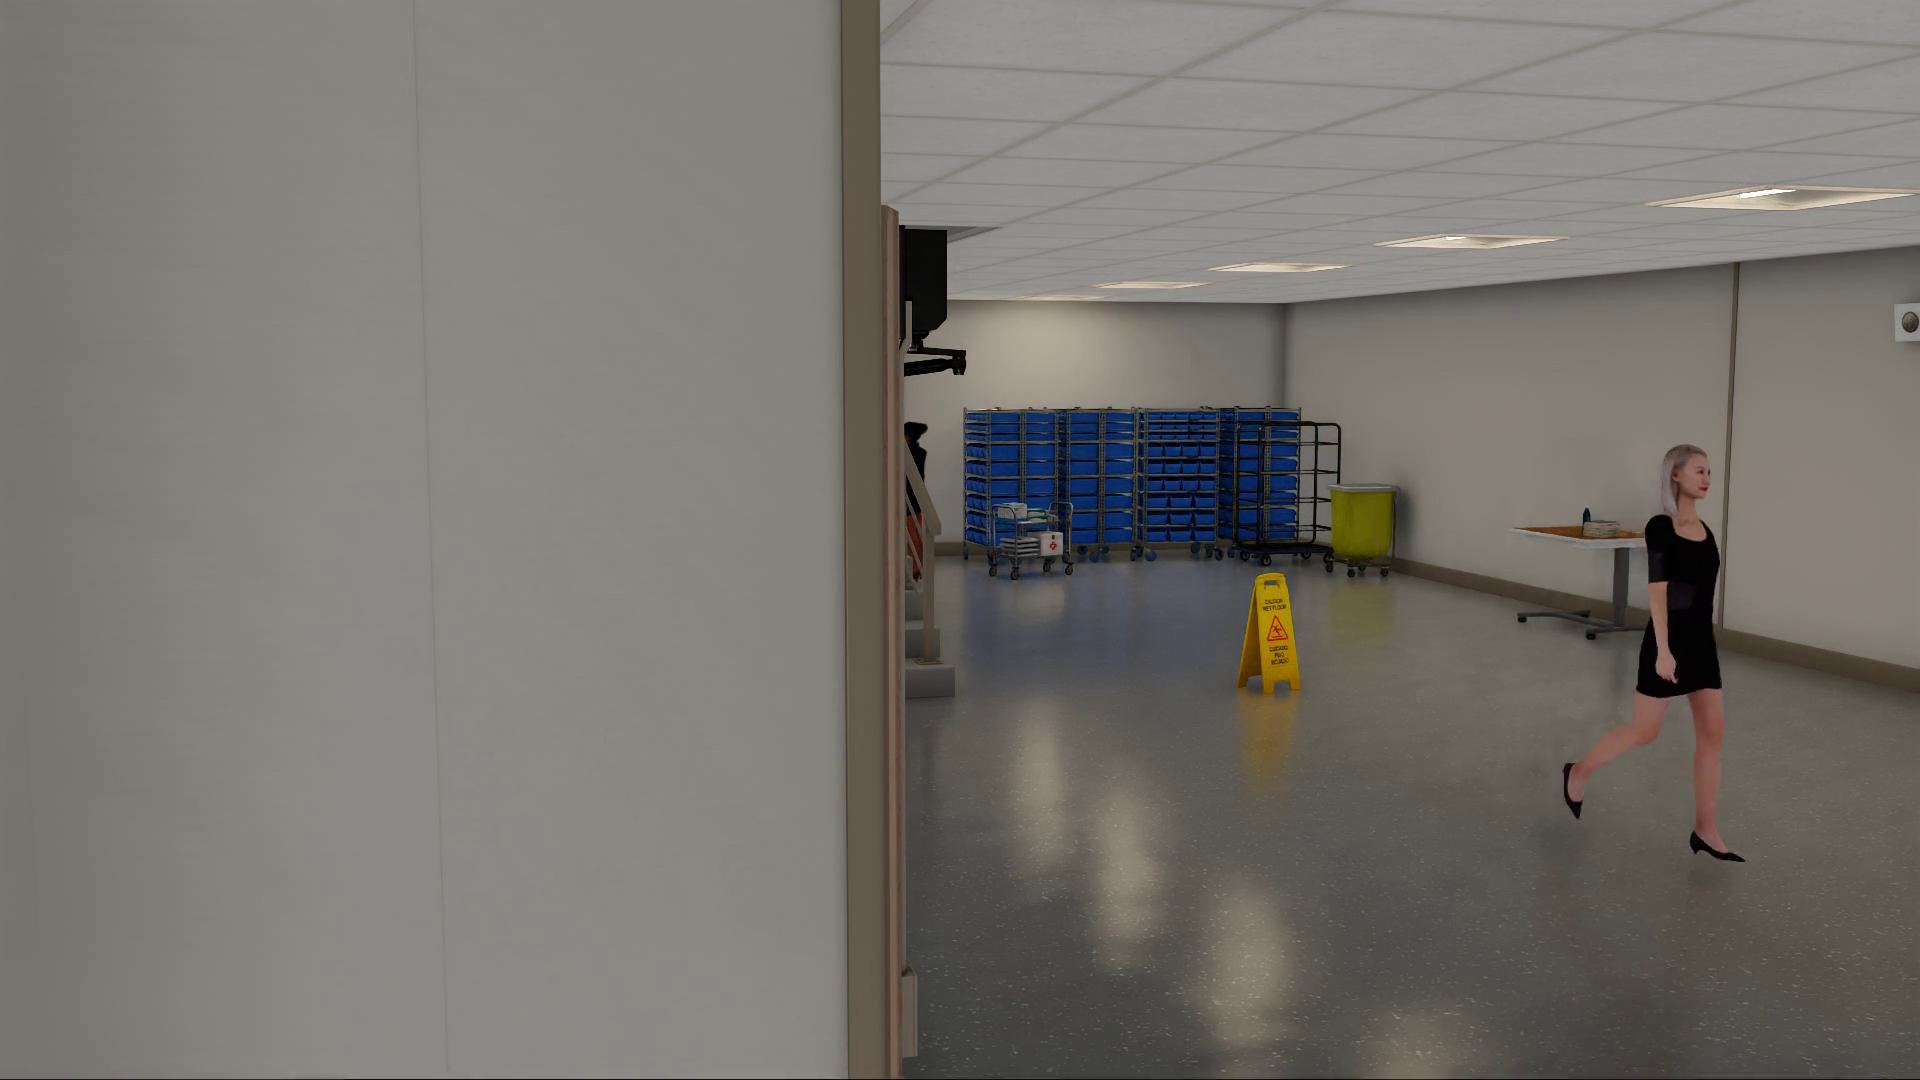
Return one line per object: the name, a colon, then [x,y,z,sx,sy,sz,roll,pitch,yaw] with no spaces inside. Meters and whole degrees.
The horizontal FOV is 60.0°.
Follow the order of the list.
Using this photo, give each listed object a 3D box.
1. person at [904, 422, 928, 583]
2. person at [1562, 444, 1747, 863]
person: [-0.490,-0.392,17.061,0.750,1.642,0.680,2,6,20]
person: [3.090,0.500,7.389,0.815,1.803,1.162,-4,7,-32]
